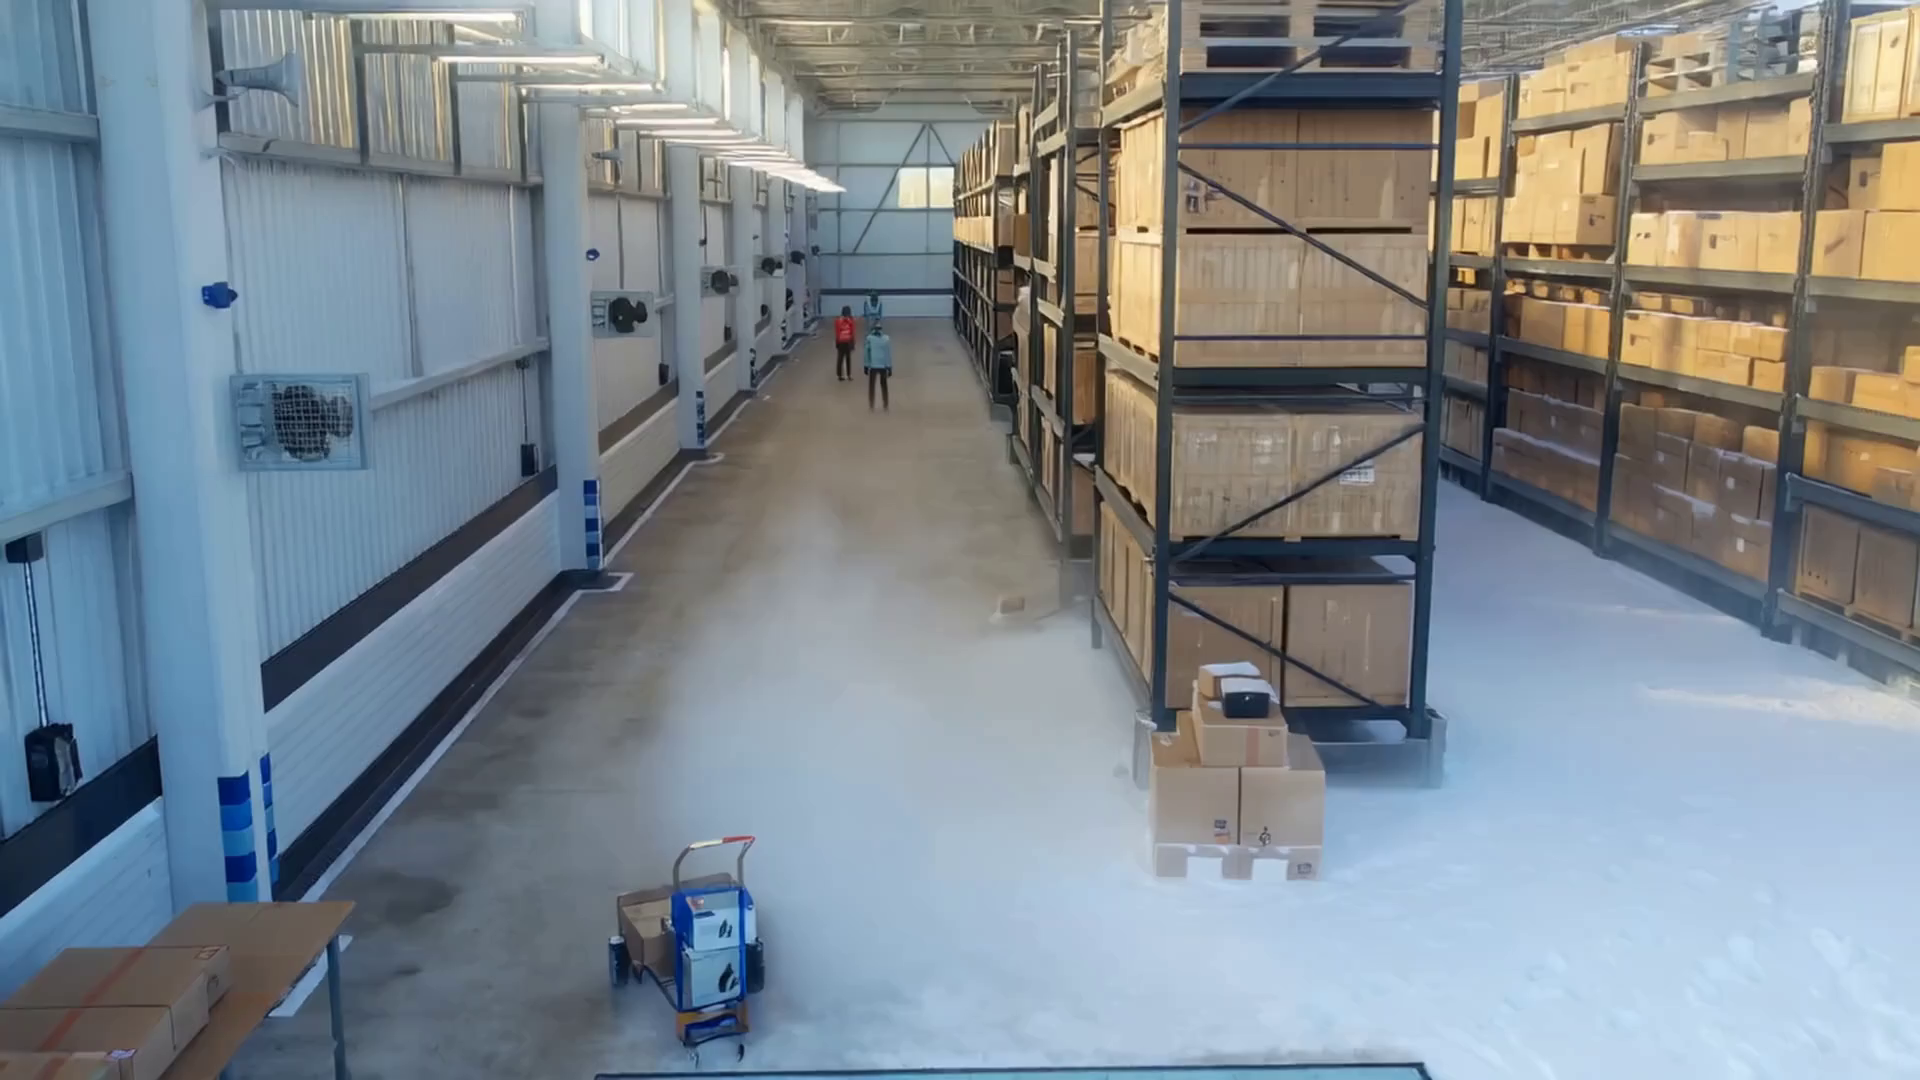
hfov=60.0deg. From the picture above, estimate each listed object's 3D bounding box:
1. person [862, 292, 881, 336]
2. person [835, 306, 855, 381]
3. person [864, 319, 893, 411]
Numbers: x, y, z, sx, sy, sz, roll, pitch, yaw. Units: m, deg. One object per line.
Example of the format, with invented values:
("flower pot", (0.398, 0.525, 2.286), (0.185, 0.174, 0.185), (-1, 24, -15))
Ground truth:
("person", (-2.838, -7.022, 53.165), (0.604, 1.802, 0.904), (1, 11, 5))
("person", (-2.942, -5.023, 42.532), (0.587, 1.909, 0.392), (-9, 14, -40))
("person", (-1.750, -3.740, 35.649), (0.618, 1.986, 0.408), (-1, 11, -7))
